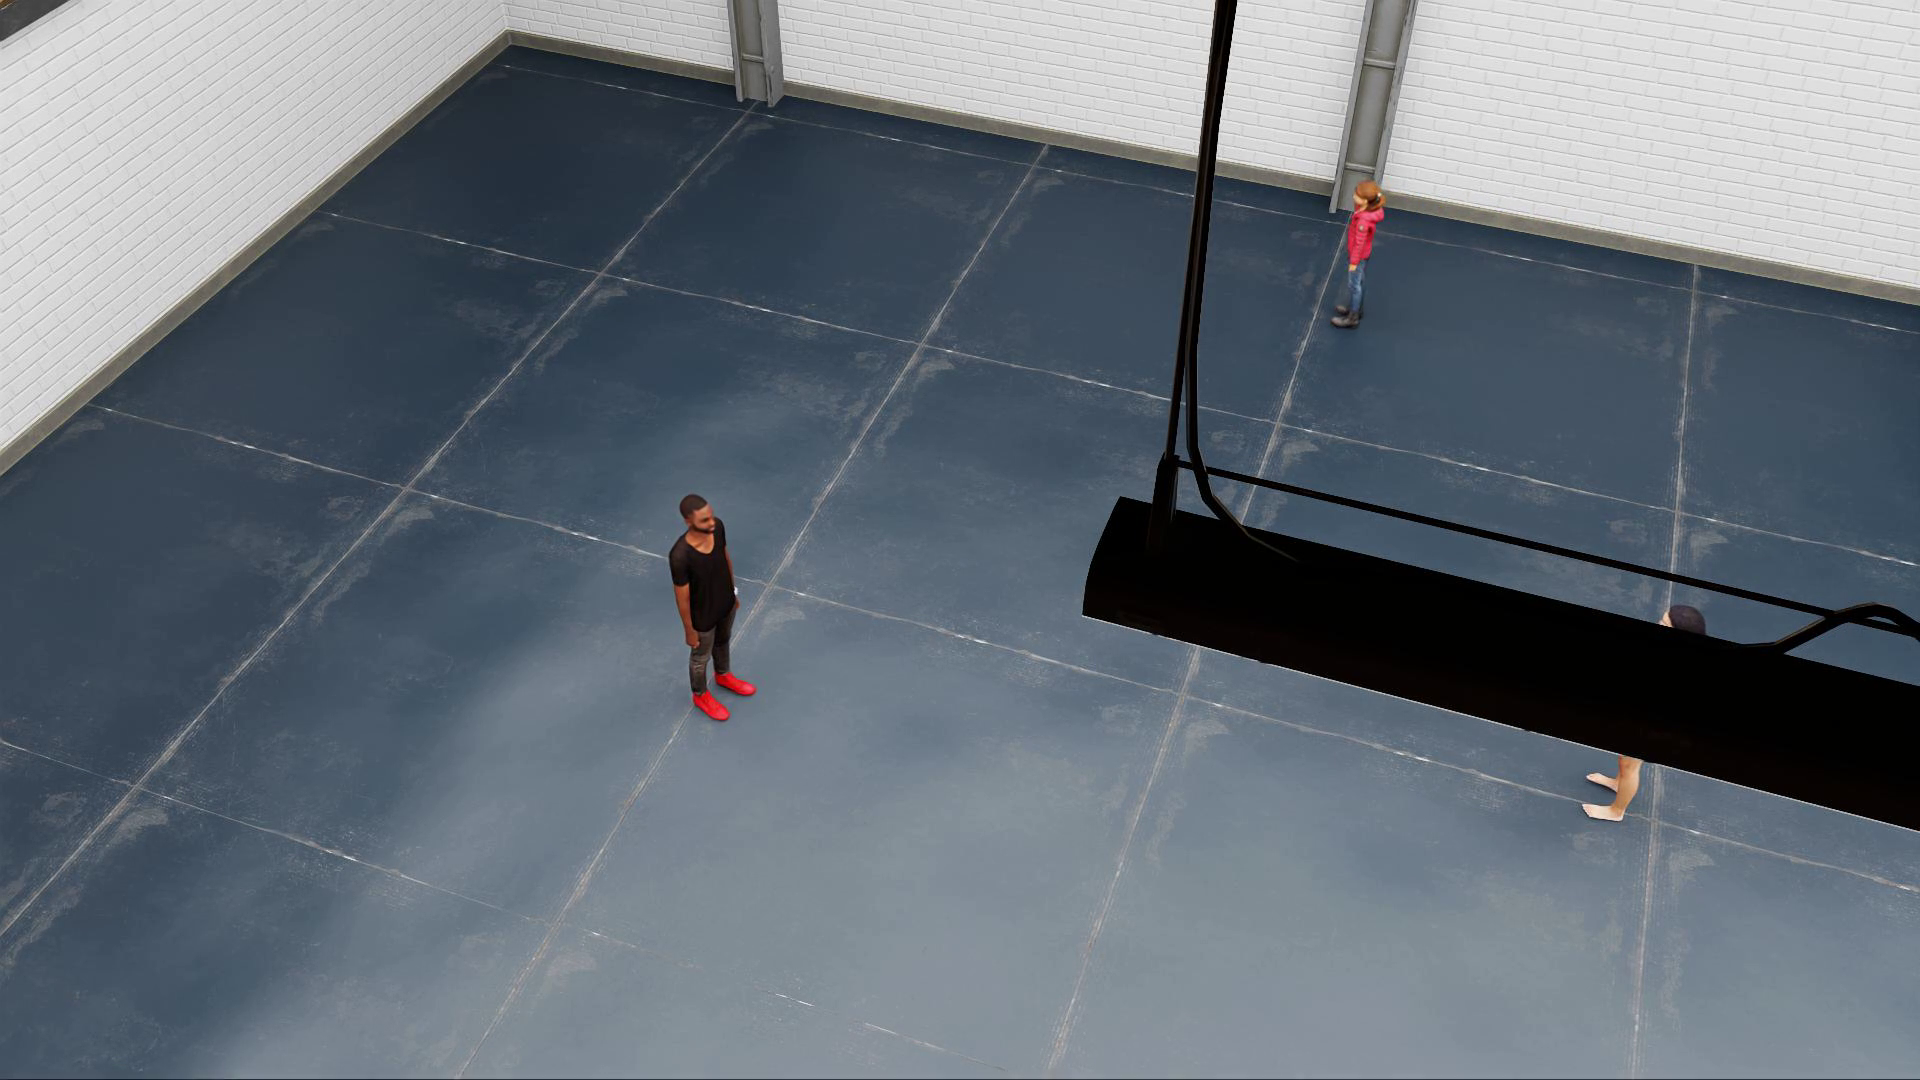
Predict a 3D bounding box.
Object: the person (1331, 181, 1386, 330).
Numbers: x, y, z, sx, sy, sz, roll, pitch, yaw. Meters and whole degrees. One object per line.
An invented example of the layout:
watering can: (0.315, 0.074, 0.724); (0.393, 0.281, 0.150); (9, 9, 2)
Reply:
person: (3.291, -2.340, 13.608); (0.484, 1.313, 0.510); (12, 45, 13)

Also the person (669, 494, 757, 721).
person: (-1.584, 0.394, 10.381); (0.602, 1.803, 0.675); (22, 48, 22)

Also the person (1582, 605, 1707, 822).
person: (4.037, 1.014, 9.782); (0.505, 1.734, 0.594); (17, 46, 17)
